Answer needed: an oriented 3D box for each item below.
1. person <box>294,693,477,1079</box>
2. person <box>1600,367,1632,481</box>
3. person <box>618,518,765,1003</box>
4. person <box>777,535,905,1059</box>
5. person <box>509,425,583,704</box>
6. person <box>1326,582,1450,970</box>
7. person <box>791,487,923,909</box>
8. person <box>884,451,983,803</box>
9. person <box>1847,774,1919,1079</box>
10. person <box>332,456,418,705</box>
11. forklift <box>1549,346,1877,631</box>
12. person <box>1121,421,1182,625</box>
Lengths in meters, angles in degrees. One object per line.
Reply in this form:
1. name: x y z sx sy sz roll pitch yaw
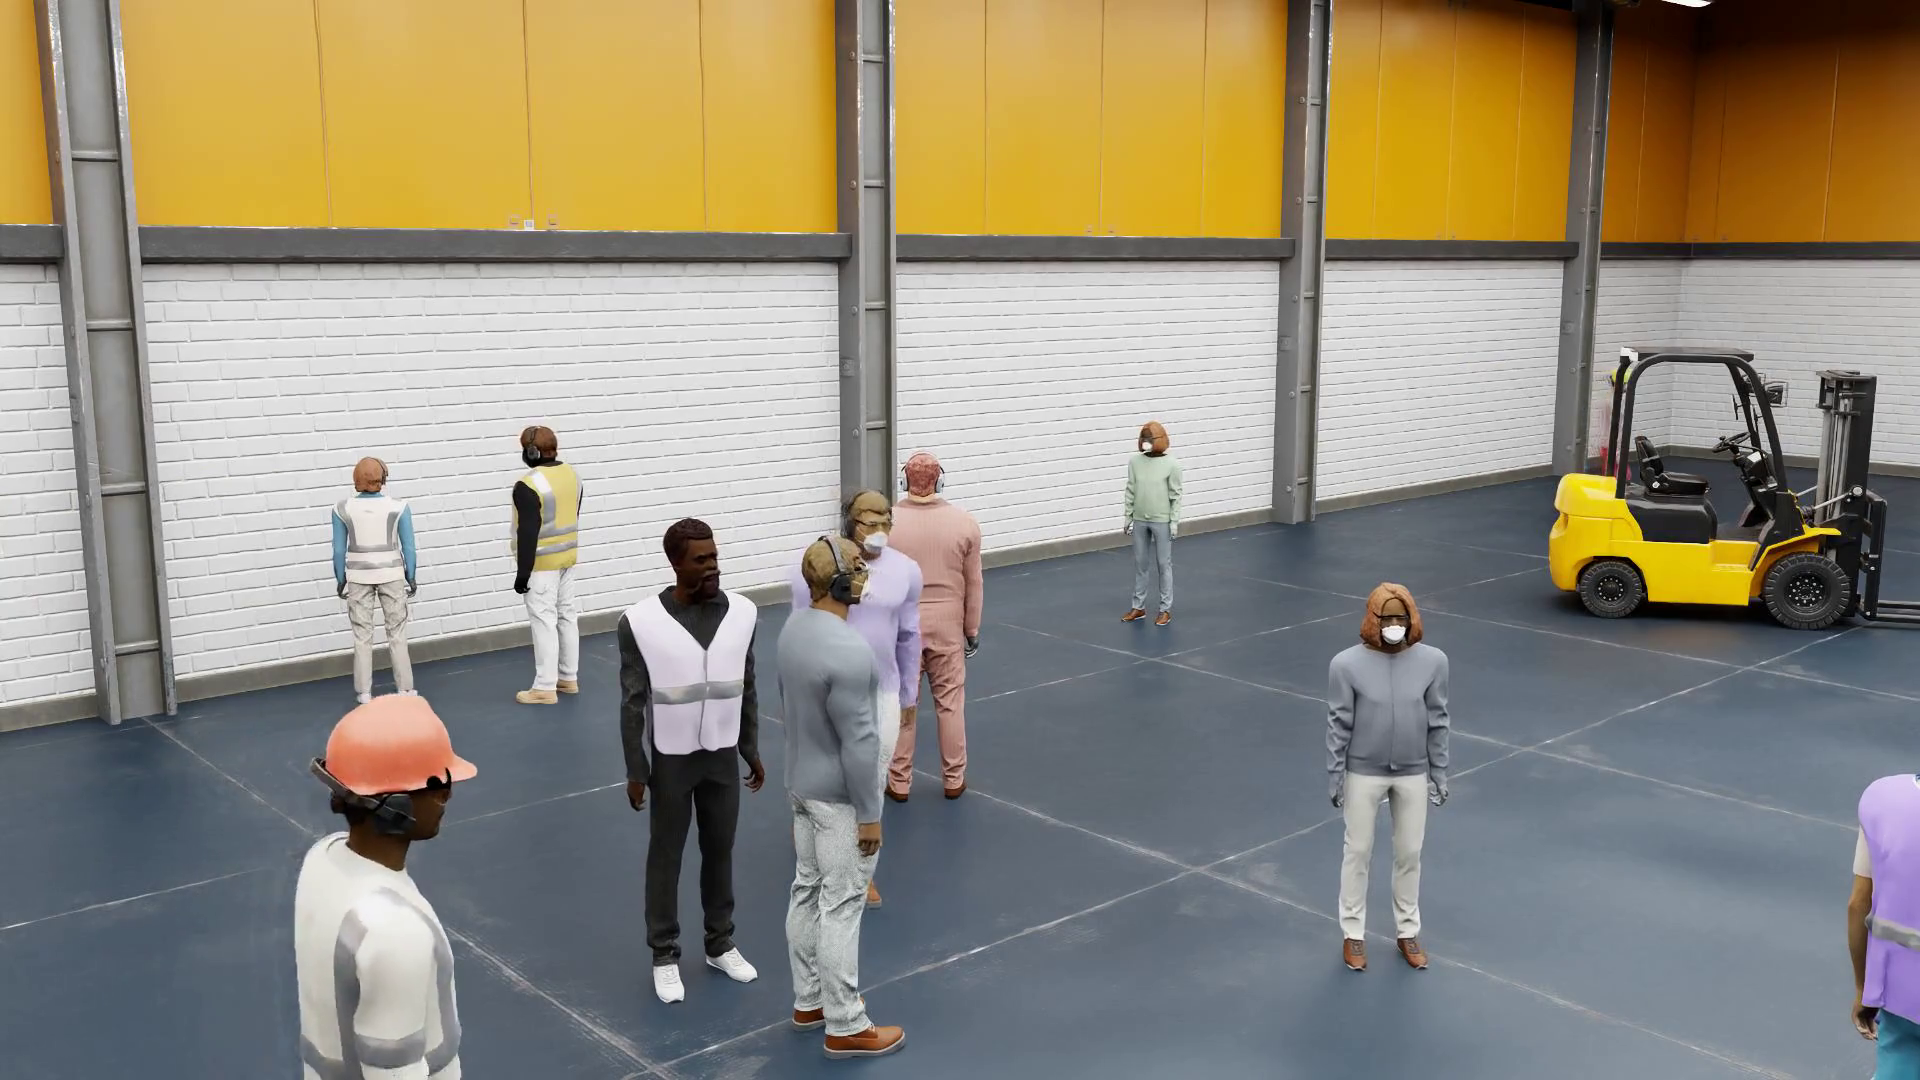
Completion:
1. person: -1.347 1.329 3.677 0.933 2.012 0.614 -8 13 -39
2. person: 7.109 -1.007 18.049 0.393 1.753 0.556 5 11 25
3. person: -1.071 0.858 6.665 0.597 1.921 0.383 -7 12 -34
4. person: -0.459 0.937 6.151 0.372 1.940 0.631 -5 11 -29
5. person: -2.747 0.159 10.998 0.429 1.843 0.628 3 10 18
6. person: 1.759 0.972 6.868 0.503 1.626 0.281 0 10 0
7. person: -0.468 0.706 7.552 0.644 1.922 0.479 -5 11 -26
8. person: -0.199 0.470 8.981 0.642 1.908 0.407 -1 10 -8
9. person: 2.625 1.278 4.423 0.376 1.844 0.571 -5 11 -25
10. person: -3.832 0.273 10.916 0.523 1.638 0.310 -2 10 -13
11. forklift: 6.109 -0.478 13.691 2.313 2.155 1.214 3 10 16
12. person: 1.536 -0.137 13.332 0.500 1.632 0.280 7 12 34
